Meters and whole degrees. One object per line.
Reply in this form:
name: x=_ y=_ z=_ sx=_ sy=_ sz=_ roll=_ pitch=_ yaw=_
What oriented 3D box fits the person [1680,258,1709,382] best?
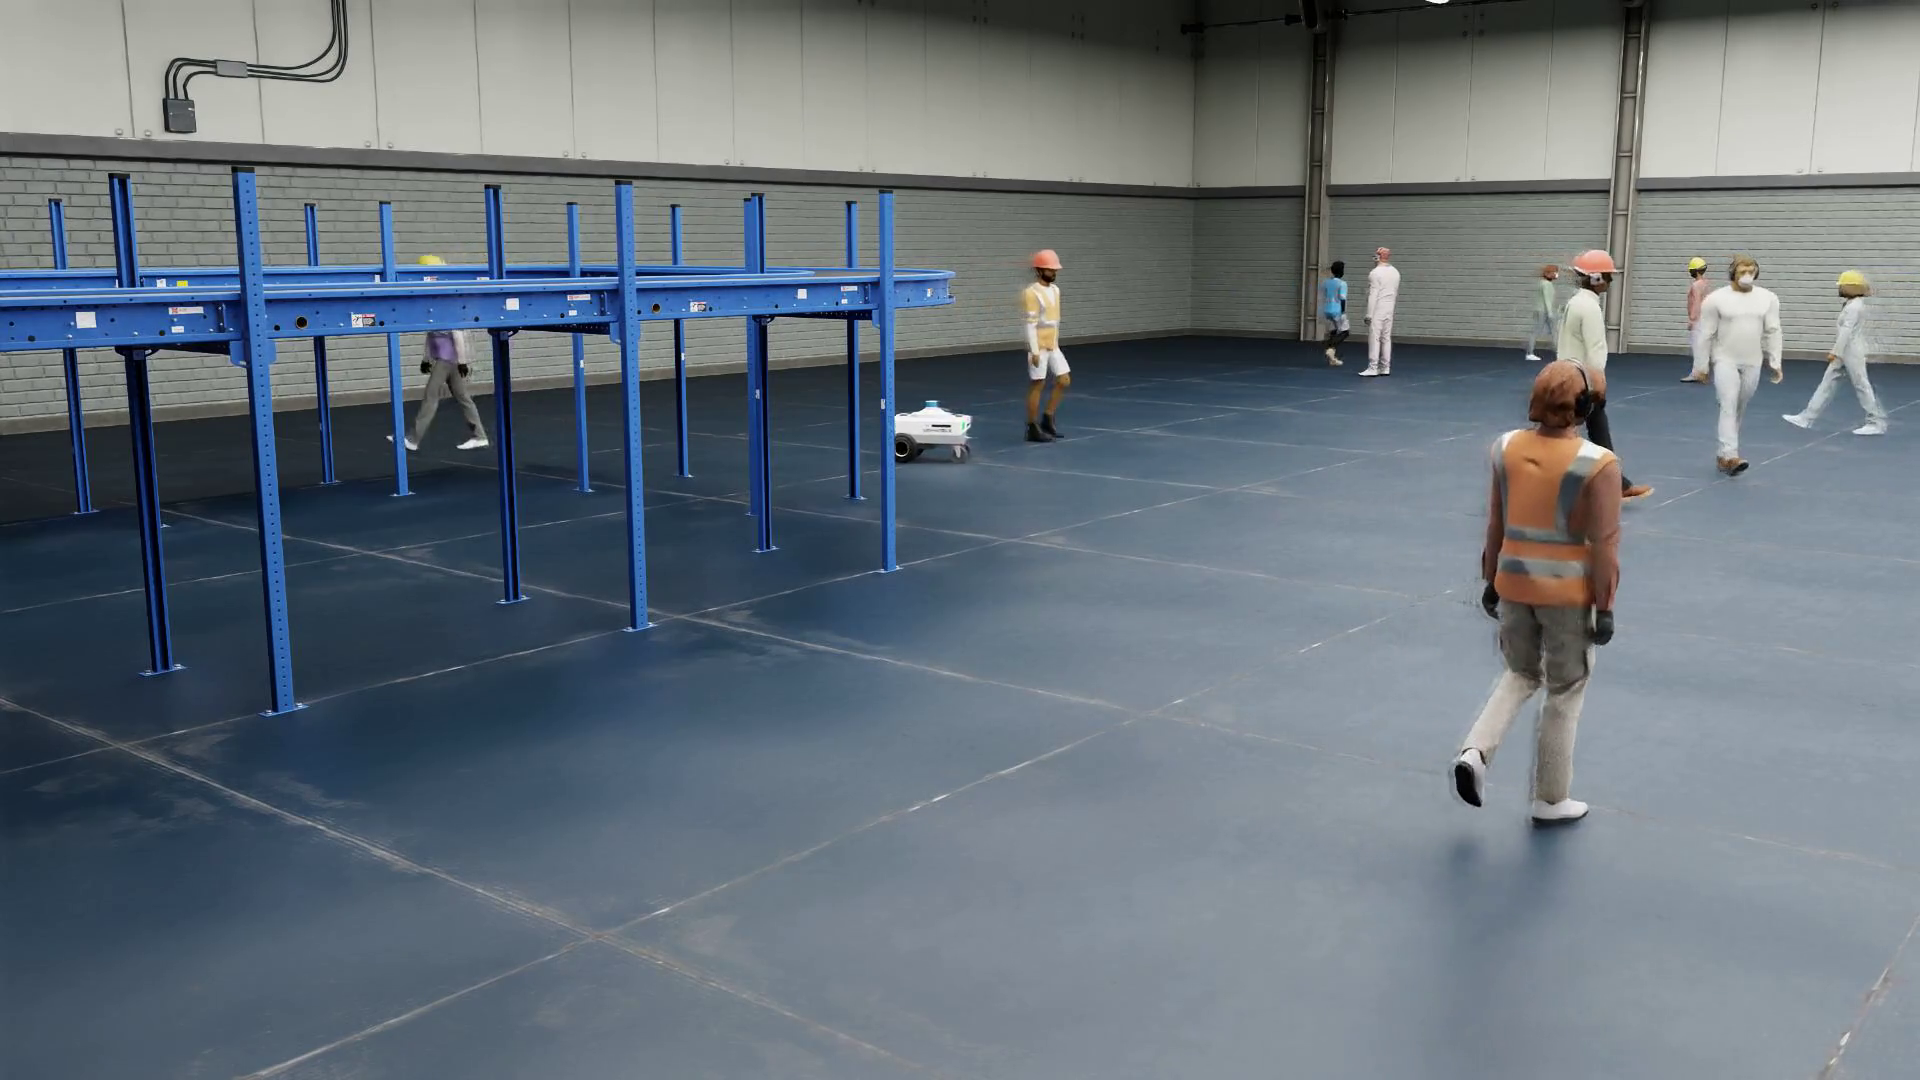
person: x=10.531 y=-3.149 z=23.815 sx=0.329 sy=1.765 sz=0.525 roll=8 pitch=13 yaw=37

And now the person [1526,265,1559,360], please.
person: x=9.949 y=-3.818 z=27.980 sx=0.802 sy=1.594 sz=0.526 roll=6 pitch=12 yaw=29

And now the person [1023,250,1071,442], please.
person: x=0.883 y=-1.942 z=16.690 sx=0.511 sy=1.915 sz=0.564 roll=8 pitch=13 yaw=38

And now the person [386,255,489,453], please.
person: x=-4.997 y=-1.763 z=15.847 sx=0.996 sy=1.862 sz=0.599 roll=-6 pitch=12 yaw=-28

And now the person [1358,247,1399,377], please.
person: x=6.223 y=-3.389 z=24.754 sx=0.689 sy=1.906 sz=0.417 roll=-9 pitch=14 yaw=-41

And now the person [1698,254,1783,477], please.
person: x=6.723 y=-1.497 z=14.317 sx=0.635 sy=1.884 sz=1.014 roll=1 pitch=10 yaw=4

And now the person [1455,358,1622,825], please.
person: x=1.980 y=0.193 z=5.673 sx=0.464 sy=1.622 sz=0.530 roll=-7 pitch=12 yaw=-33

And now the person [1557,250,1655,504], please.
person: x=4.763 y=-1.221 z=12.641 sx=1.052 sy=1.939 sz=0.642 roll=2 pitch=10 yaw=12

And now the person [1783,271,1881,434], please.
person: x=9.238 y=-1.960 z=17.425 sx=0.934 sy=1.690 sz=0.499 roll=3 pitch=11 yaw=18

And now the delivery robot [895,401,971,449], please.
delivery robot: x=-0.263 y=-1.044 z=15.360 sx=0.707 sy=0.478 sz=0.477 roll=2 pitch=10 yaw=9

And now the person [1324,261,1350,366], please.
person: x=6.082 y=-3.663 z=26.881 sx=0.387 sy=1.685 sz=0.537 roll=-5 pitch=11 yaw=-25
